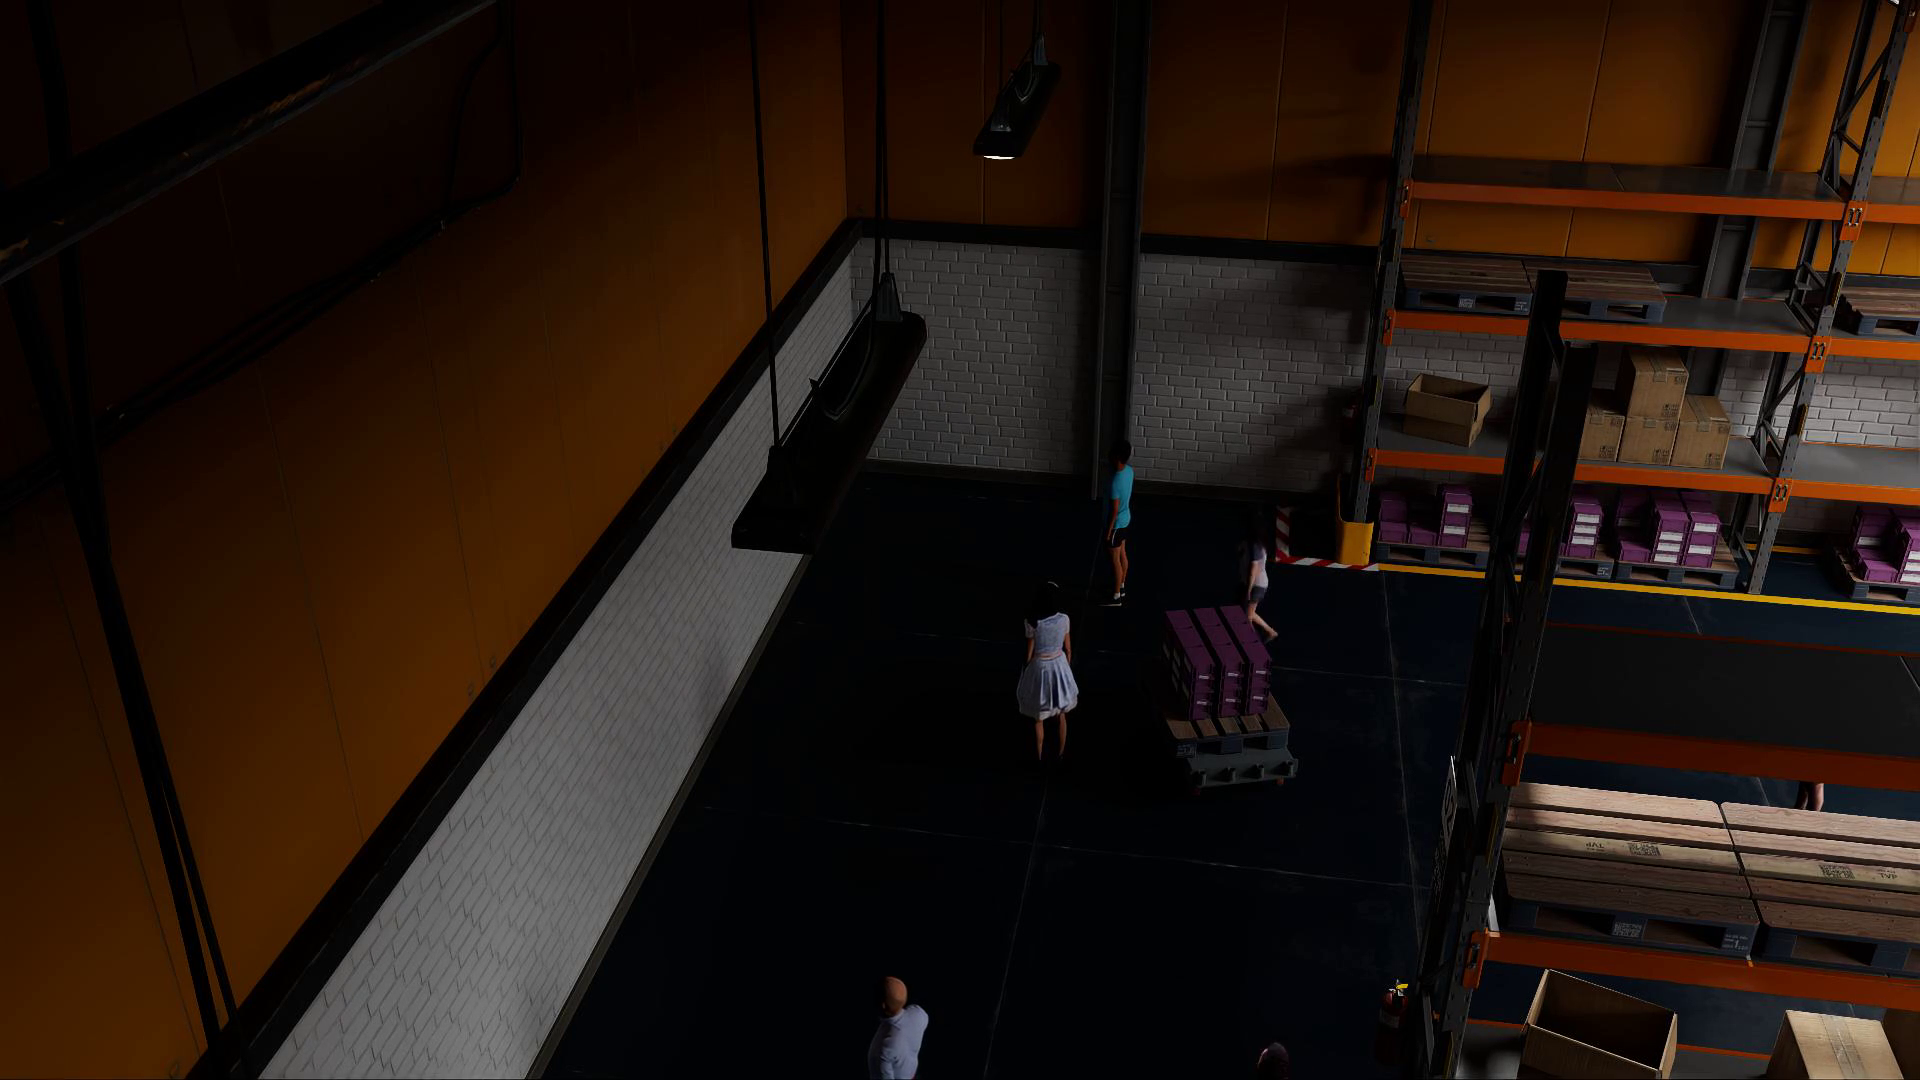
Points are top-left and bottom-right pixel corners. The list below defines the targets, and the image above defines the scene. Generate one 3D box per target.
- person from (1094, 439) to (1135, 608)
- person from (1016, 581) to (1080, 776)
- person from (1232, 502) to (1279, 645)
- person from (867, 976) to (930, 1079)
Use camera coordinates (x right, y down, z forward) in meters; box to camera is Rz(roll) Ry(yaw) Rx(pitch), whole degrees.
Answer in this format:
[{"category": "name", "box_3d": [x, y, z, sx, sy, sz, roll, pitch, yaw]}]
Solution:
[{"category": "person", "box_3d": [1.559, -0.178, 16.478, 0.572, 1.776, 0.651, 10, 30, 17]}, {"category": "person", "box_3d": [0.726, 1.164, 13.977, 0.781, 1.815, 0.866, -5, 29, -9]}, {"category": "person", "box_3d": [2.791, 0.409, 15.489, 0.773, 1.693, 0.667, 1, 29, 2]}, {"category": "person", "box_3d": [-0.389, 3.340, 10.014, 0.660, 1.790, 0.710, 13, 31, 23]}]
